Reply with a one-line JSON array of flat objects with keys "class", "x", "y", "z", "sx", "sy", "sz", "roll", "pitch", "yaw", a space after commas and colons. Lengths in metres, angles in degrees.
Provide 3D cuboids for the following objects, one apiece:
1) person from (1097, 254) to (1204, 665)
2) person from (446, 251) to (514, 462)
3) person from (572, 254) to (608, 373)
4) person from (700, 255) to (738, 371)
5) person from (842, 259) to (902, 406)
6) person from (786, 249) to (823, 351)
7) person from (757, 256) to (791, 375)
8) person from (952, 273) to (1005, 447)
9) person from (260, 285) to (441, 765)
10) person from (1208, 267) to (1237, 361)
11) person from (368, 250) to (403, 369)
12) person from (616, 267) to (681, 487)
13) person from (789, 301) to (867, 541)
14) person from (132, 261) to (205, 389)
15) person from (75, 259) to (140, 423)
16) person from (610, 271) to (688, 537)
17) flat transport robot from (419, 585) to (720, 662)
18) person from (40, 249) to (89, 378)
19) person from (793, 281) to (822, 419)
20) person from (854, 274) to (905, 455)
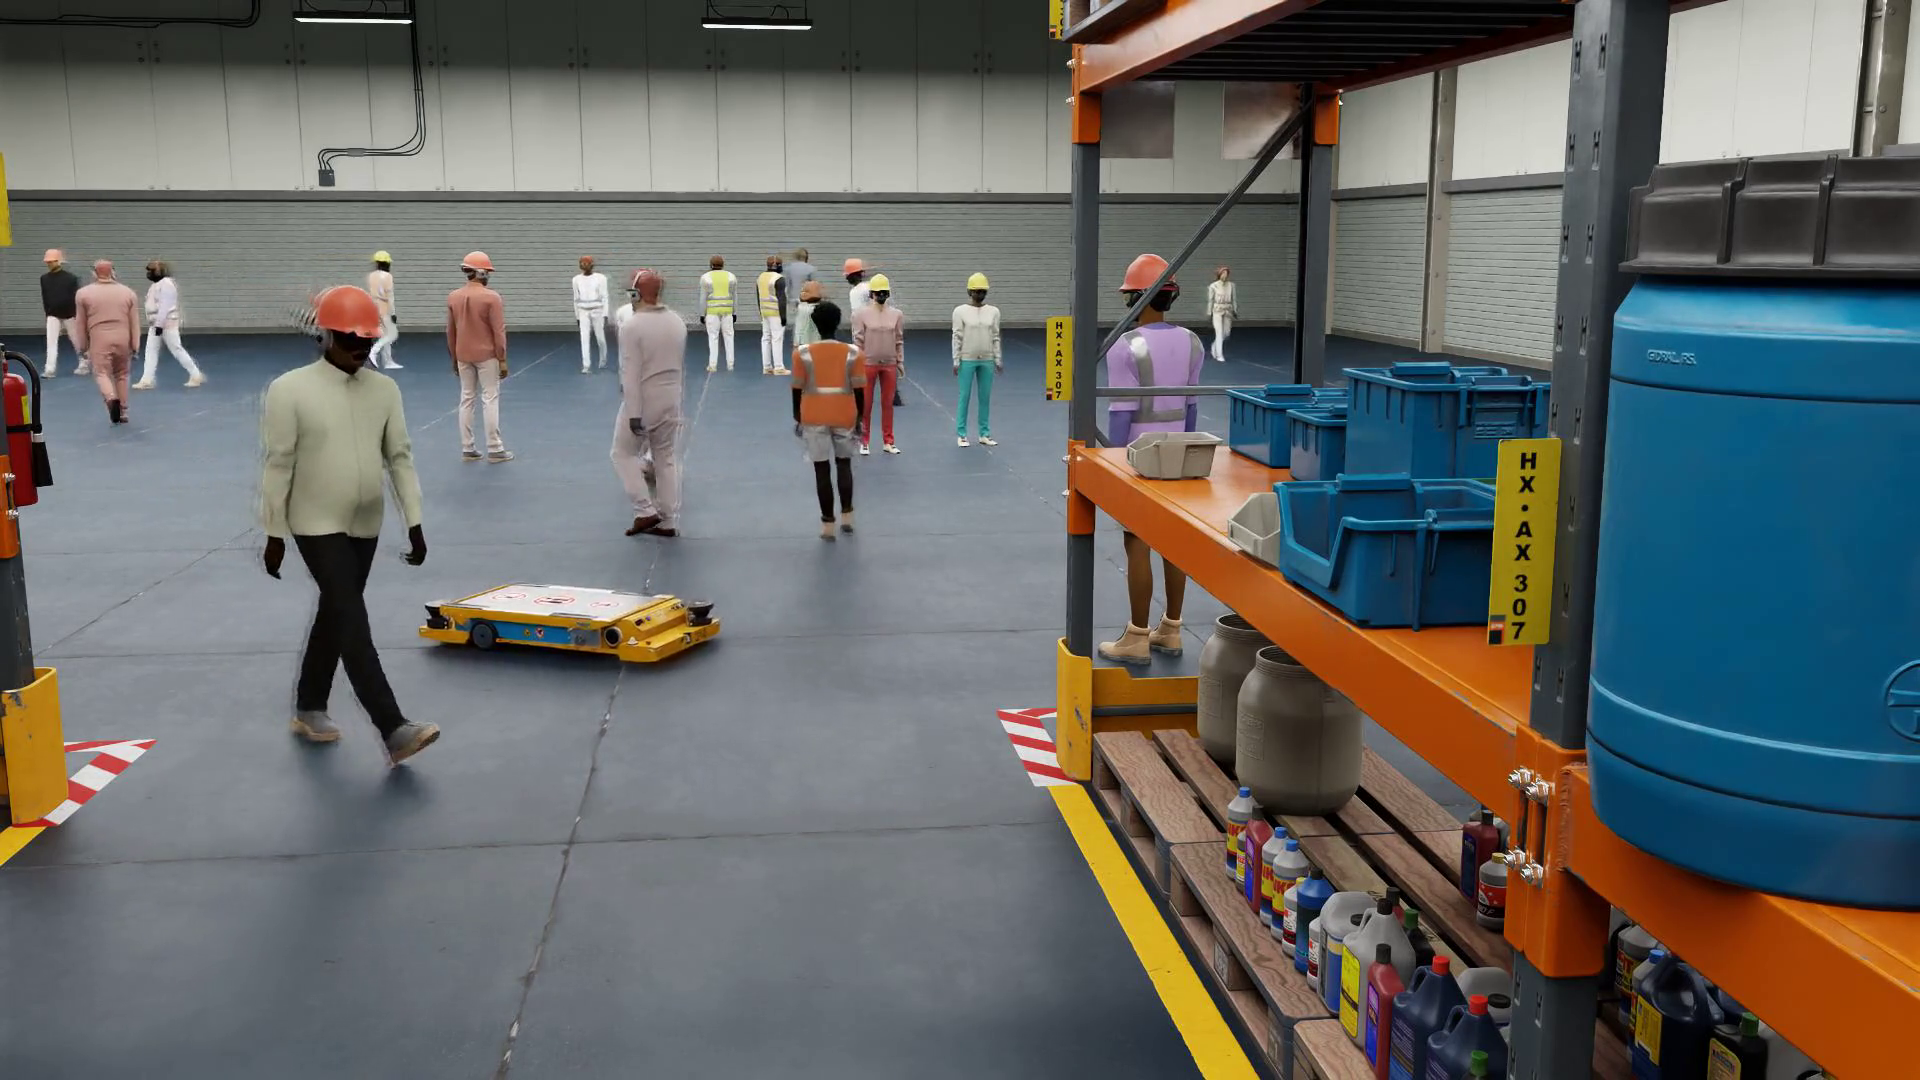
[{"class": "person", "x": 0.933, "y": -0.398, "z": 8.349, "sx": 0.607, "sy": 2.044, "sz": 0.379, "roll": -9, "pitch": 14, "yaw": -40}, {"class": "person", "x": -4.562, "y": -1.732, "z": 15.798, "sx": 0.614, "sy": 1.990, "sz": 0.392, "roll": 4, "pitch": 11, "yaw": 20}, {"class": "person", "x": -5.821, "y": -3.585, "z": 26.334, "sx": 0.574, "sy": 1.862, "sz": 0.852, "roll": 0, "pitch": 10, "yaw": 2}, {"class": "person", "x": -3.849, "y": -3.609, "z": 26.502, "sx": 0.621, "sy": 1.845, "sz": 0.429, "roll": -5, "pitch": 11, "yaw": -24}, {"class": "person", "x": -1.158, "y": -2.625, "z": 21.092, "sx": 1.029, "sy": 1.855, "sz": 0.582, "roll": 4, "pitch": 11, "yaw": 21}, {"class": "person", "x": -2.914, "y": -4.524, "z": 31.364, "sx": 0.640, "sy": 1.897, "sz": 0.956, "roll": 6, "pitch": 12, "yaw": 32}, {"class": "person", "x": -2.878, "y": -3.474, "z": 25.772, "sx": 0.430, "sy": 1.840, "sz": 0.624, "roll": -9, "pitch": 14, "yaw": -41}, {"class": "person", "x": 0.183, "y": -1.823, "z": 16.967, "sx": 0.553, "sy": 1.765, "sz": 0.363, "roll": -4, "pitch": 11, "yaw": -22}, {"class": "person", "x": -2.479, "y": -0.063, "z": 6.812, "sx": 1.058, "sy": 1.925, "sz": 0.628, "roll": 6, "pitch": 12, "yaw": 32}, {"class": "person", "x": 4.500, "y": -3.915, "z": 28.801, "sx": 0.522, "sy": 1.622, "sz": 0.634, "roll": -4, "pitch": 11, "yaw": -21}, {"class": "person", "x": -9.271, "y": -3.672, "z": 26.651, "sx": 0.610, "sy": 1.913, "sz": 0.589, "roll": 10, "pitch": 14, "yaw": 43}, {"class": "person", "x": -2.646, "y": -1.377, "z": 14.182, "sx": 0.599, "sy": 1.869, "sz": 0.428, "roll": 5, "pitch": 12, "yaw": 26}, {"class": "person", "x": -0.948, "y": -0.851, "z": 11.828, "sx": 0.539, "sy": 1.678, "sz": 0.601, "roll": -3, "pitch": 11, "yaw": -14}, {"class": "person", "x": -11.218, "y": -3.036, "z": 23.488, "sx": 0.623, "sy": 1.804, "sz": 0.926, "roll": 10, "pitch": 14, "yaw": 43}, {"class": "person", "x": -9.668, "y": -2.243, "z": 18.924, "sx": 0.649, "sy": 1.886, "sz": 0.716, "roll": -7, "pitch": 13, "yaw": -34}, {"class": "person", "x": -2.209, "y": -0.951, "z": 11.805, "sx": 0.446, "sy": 1.891, "sz": 0.647, "roll": 8, "pitch": 13, "yaw": 36}, {"class": "flat transport robot", "x": -2.052, "y": 0.416, "z": 8.747, "sx": 1.431, "sy": 0.197, "sz": 0.652, "roll": 4, "pitch": 11, "yaw": 21}, {"class": "person", "x": -13.754, "y": -3.467, "z": 25.462, "sx": 0.631, "sy": 1.945, "sz": 1.010, "roll": 1, "pitch": 10, "yaw": 4}, {"class": "person", "x": -1.762, "y": -2.185, "z": 19.314, "sx": 0.501, "sy": 1.615, "sz": 0.521, "roll": 6, "pitch": 12, "yaw": 28}, {"class": "person", "x": -0.788, "y": -1.716, "z": 16.333, "sx": 0.524, "sy": 1.770, "sz": 0.315, "roll": -4, "pitch": 11, "yaw": -21}]
